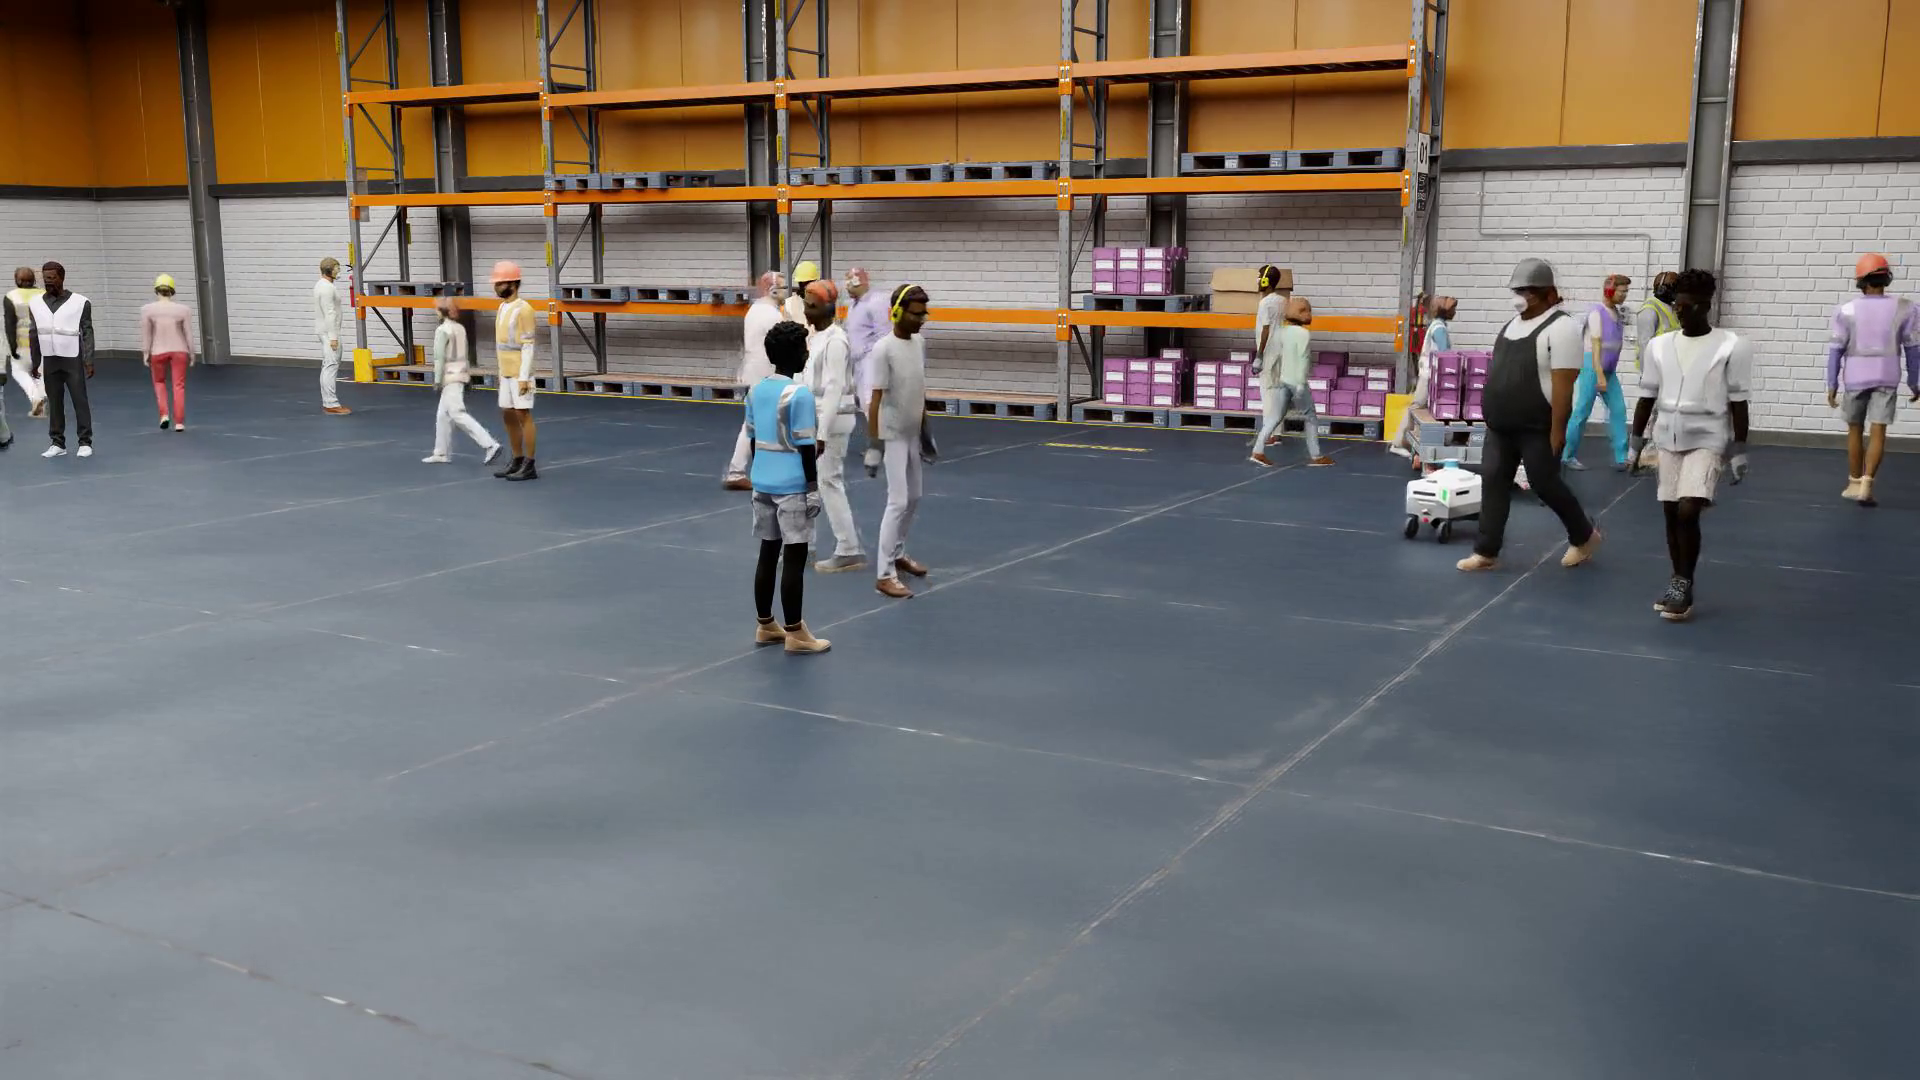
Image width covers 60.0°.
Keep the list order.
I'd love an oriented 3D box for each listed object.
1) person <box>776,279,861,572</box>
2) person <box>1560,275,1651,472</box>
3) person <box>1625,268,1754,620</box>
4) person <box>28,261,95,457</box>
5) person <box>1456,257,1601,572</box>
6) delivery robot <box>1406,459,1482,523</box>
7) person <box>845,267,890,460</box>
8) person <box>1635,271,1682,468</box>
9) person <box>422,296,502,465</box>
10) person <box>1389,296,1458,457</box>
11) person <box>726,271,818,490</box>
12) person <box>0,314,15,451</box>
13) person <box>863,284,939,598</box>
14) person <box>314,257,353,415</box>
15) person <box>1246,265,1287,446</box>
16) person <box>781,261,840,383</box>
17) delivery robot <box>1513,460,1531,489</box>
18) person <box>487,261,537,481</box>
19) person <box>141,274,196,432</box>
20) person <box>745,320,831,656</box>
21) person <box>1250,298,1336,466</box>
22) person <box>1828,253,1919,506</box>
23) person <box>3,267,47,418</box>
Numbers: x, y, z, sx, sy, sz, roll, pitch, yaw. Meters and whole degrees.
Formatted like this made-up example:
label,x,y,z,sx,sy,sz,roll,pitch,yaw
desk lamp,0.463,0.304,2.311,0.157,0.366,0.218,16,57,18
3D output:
label,x,y,z,sx,sy,sz,roll,pitch,yaw
person,-0.942,-0.702,10.495,0.673,1.851,0.625,-3,11,-18
person,5.914,-1.500,15.176,0.644,1.803,0.866,-9,13,-42
person,3.989,-0.519,9.225,0.667,1.931,0.626,-7,12,-35
person,-8.833,-1.773,16.378,0.596,1.918,0.380,-1,10,-5
person,3.663,-0.806,10.561,0.914,2.000,0.684,-4,11,-21
delivery robot,3.491,-0.336,11.838,0.707,0.478,0.477,-9,14,-42
person,-0.894,-1.730,16.298,0.448,1.864,0.694,-5,11,-27
person,6.561,-1.593,15.605,0.429,1.838,0.622,10,14,43
person,-4.742,-1.503,15.732,0.787,1.609,0.509,1,10,4
person,4.666,-1.580,16.227,0.933,1.584,0.512,3,10,16
person,-1.570,-1.350,14.185,1.006,1.850,0.665,-4,11,-19
person,-9.711,-1.720,16.432,0.612,1.784,0.947,-3,10,-15
person,-0.377,-0.609,10.024,0.534,1.842,0.768,5,11,28
person,-7.746,-2.507,20.482,0.354,1.936,0.636,-5,11,-25
person,3.199,-1.914,17.312,0.327,1.874,0.520,7,12,35
person,-1.448,-1.713,16.019,0.592,1.923,0.381,1,10,7
delivery robot,4.608,-0.636,13.538,0.477,0.478,0.707,3,10,15
person,-3.956,-1.483,14.724,0.372,1.936,0.575,-9,13,-40
person,-8.847,-2.088,18.616,0.549,1.754,0.462,-5,11,-26
person,-0.882,-0.264,8.468,0.316,1.693,0.541,-8,13,-39
person,3.116,-1.475,15.617,0.839,1.593,0.511,-3,11,-17
person,7.318,-1.279,13.336,0.667,2.021,0.798,5,11,27
person,-11.122,-2.358,19.956,0.516,1.828,0.630,7,12,34
